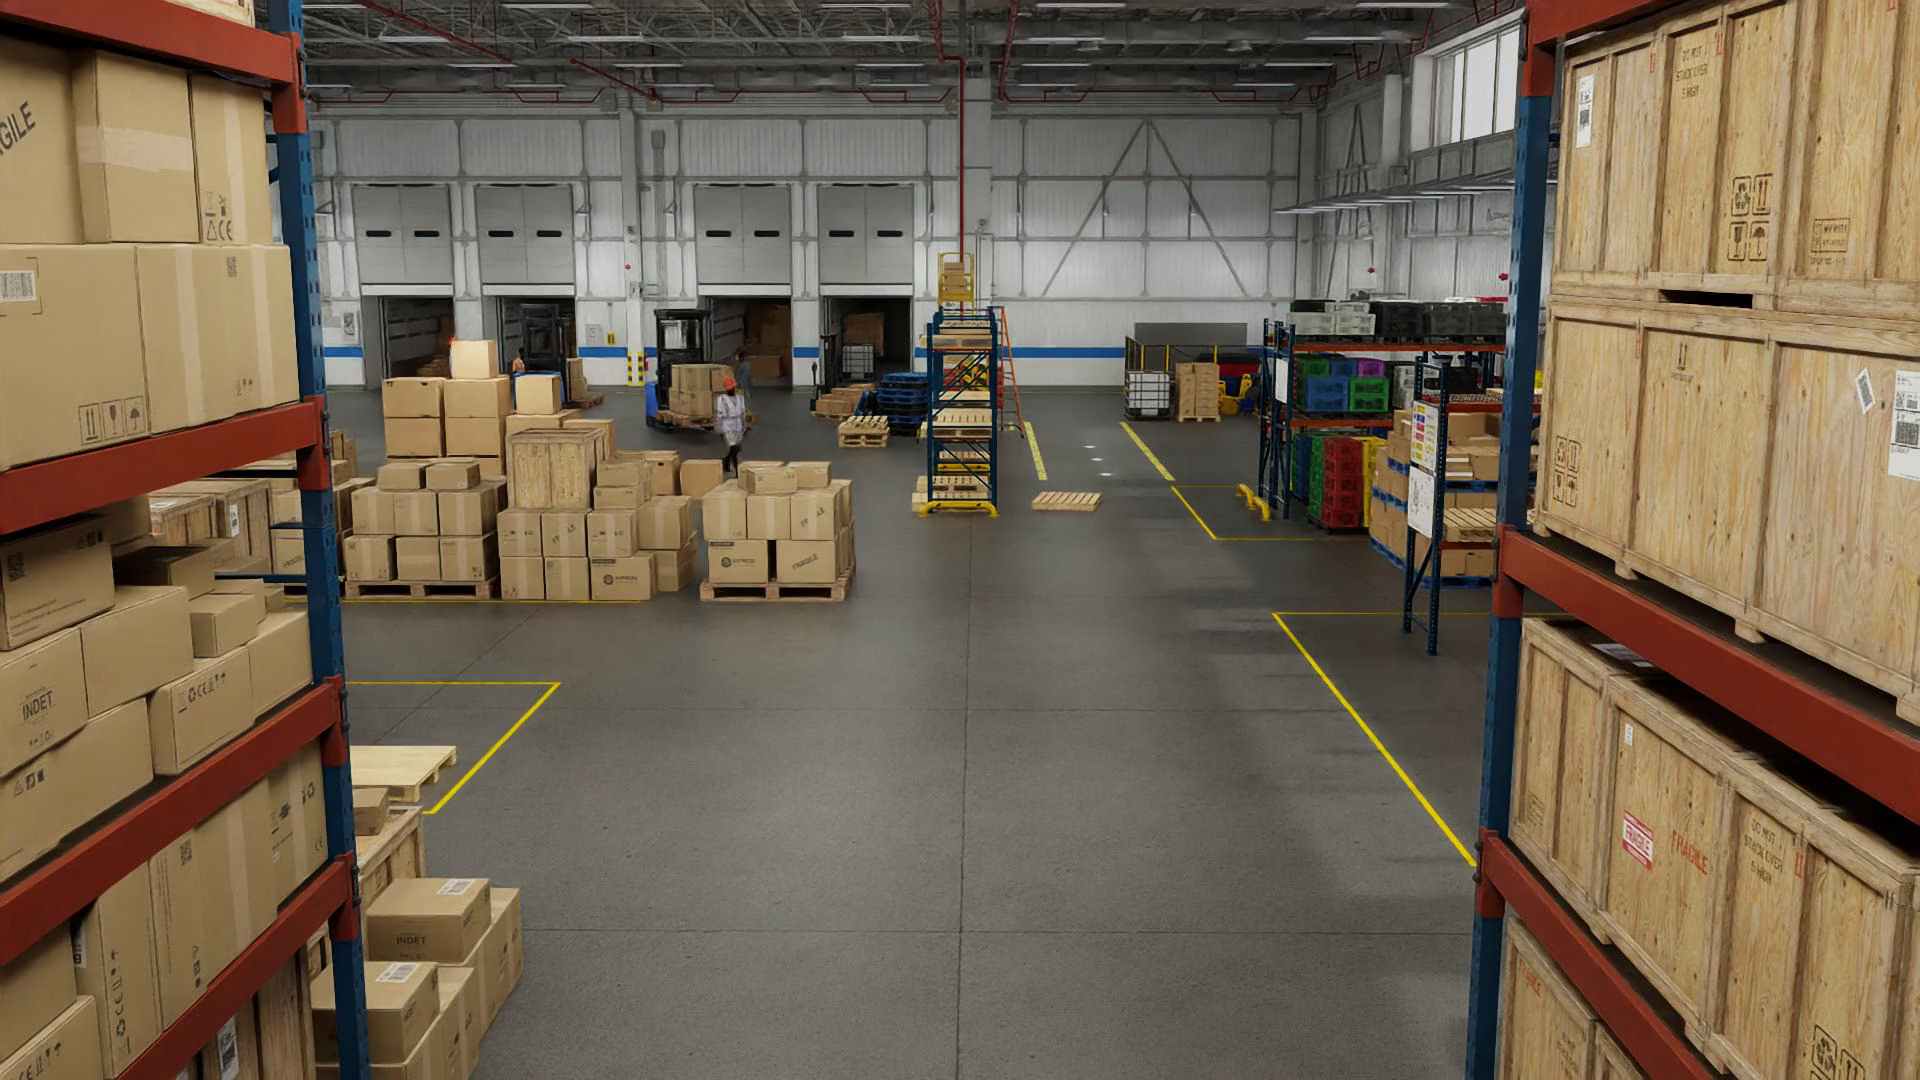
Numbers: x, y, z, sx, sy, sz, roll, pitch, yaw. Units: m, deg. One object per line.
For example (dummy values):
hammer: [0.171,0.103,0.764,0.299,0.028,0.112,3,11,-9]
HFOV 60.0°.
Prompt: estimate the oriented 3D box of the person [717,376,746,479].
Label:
person: [-4.212,-2.063,30.445,0.558,1.900,0.734,-7,12,-36]

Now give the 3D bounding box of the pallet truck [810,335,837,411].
pallet truck: [-3.021,-4.312,43.126,1.885,1.965,0.823,3,10,17]

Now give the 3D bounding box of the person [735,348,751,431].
person: [-5.059,-3.466,38.453,0.501,1.920,0.647,-4,11,-23]

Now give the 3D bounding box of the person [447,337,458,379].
person: [-13.150,-4.312,43.302,0.362,1.934,0.551,-9,14,-43]

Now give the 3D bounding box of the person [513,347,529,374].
person: [-11.250,-4.110,42.825,0.532,1.697,0.322,-8,13,-38]

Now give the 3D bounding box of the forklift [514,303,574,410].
forklift: [-10.721,-4.667,42.626,1.129,2.768,1.873,0,10,1]

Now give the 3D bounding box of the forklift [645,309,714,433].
forklift: [-6.574,-3.962,38.561,1.129,2.768,1.873,-5,11,-27]
